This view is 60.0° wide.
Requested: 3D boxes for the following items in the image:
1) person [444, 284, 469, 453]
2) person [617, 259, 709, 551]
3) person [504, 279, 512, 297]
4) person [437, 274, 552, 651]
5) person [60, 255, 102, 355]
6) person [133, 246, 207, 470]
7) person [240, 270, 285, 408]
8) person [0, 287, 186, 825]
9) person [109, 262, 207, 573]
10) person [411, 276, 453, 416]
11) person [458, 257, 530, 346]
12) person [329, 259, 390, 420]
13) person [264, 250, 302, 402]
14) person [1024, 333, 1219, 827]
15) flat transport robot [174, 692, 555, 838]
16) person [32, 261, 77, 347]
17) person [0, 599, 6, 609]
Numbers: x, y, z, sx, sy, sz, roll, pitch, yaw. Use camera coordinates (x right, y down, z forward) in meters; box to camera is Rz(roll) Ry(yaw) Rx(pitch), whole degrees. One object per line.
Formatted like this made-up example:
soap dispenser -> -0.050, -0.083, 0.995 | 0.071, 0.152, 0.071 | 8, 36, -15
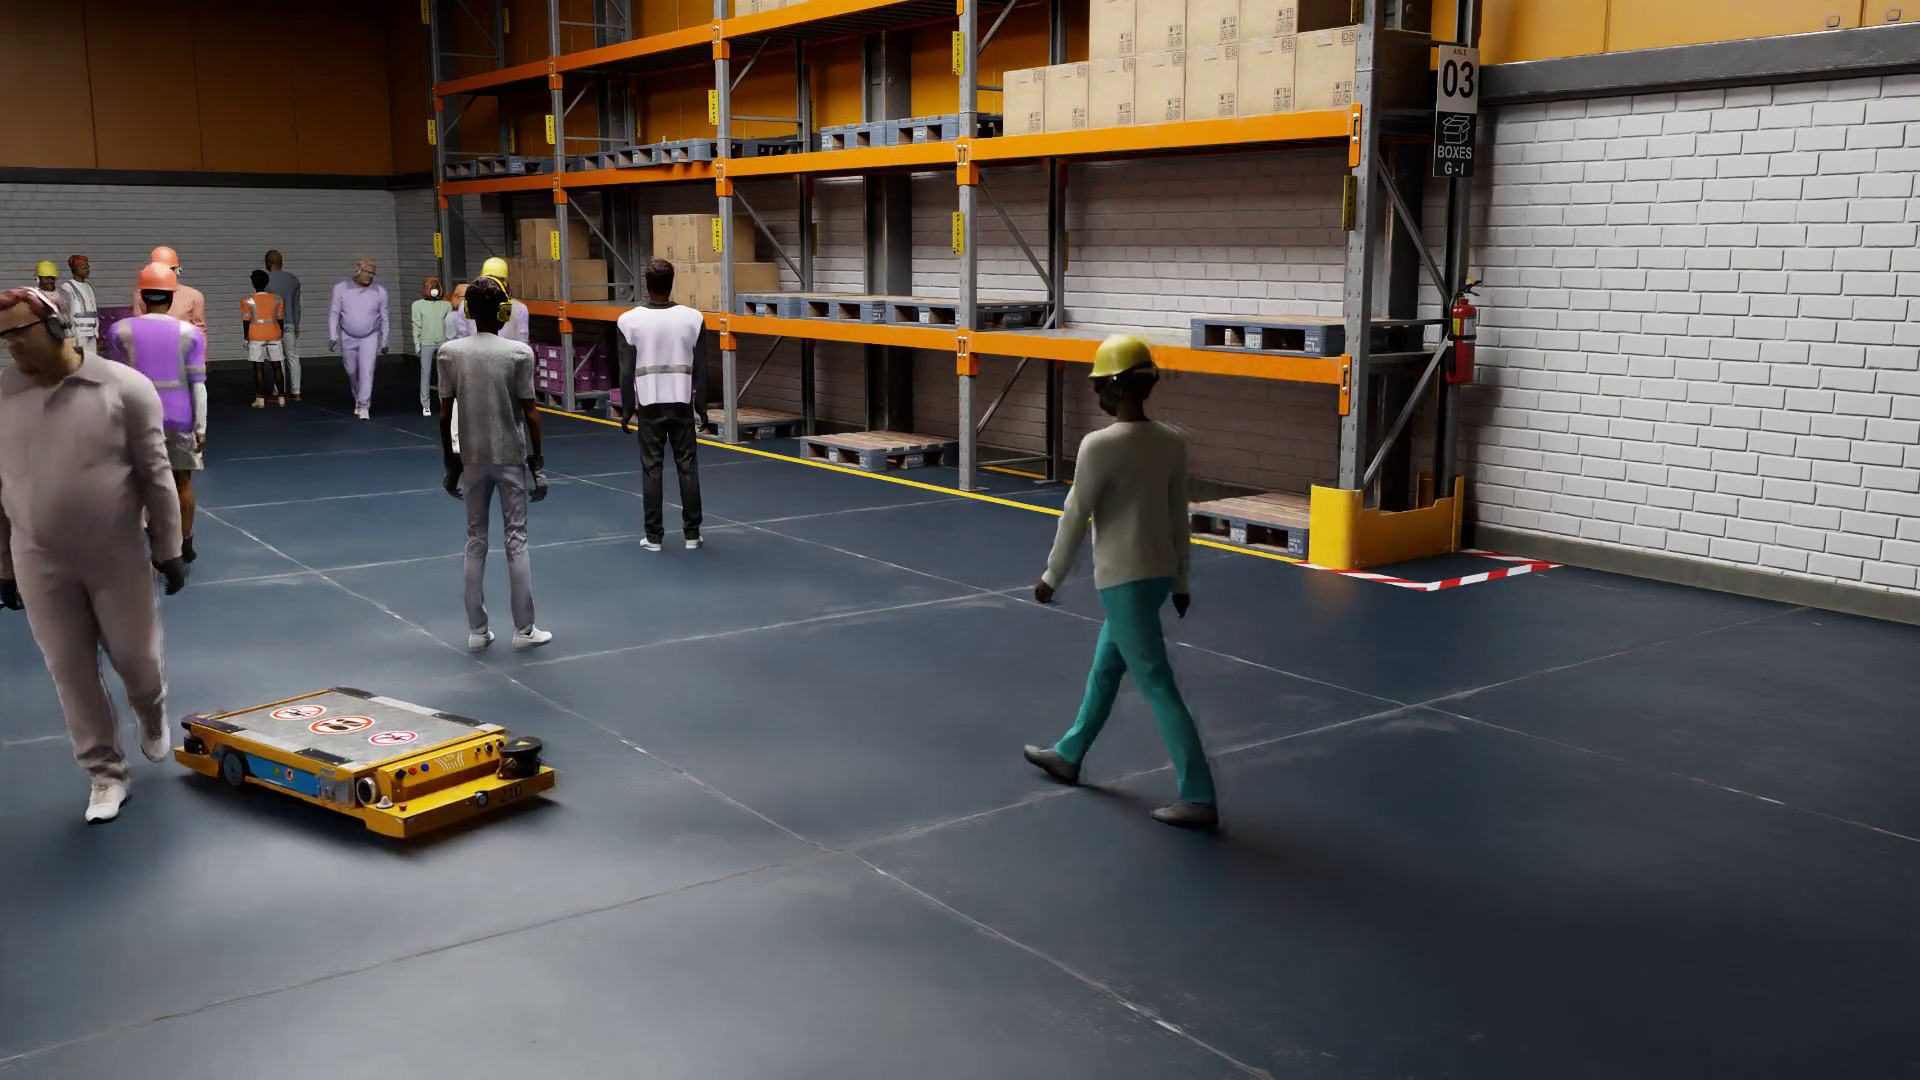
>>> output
person -> -4.791, -1.665, 16.155 | 0.269, 1.632, 0.504 | 4, 11, 22
person -> -1.946, -0.882, 10.967 | 0.588, 1.920, 0.390 | -3, 11, -16
person -> -5.408, -2.280, 19.626 | 0.497, 1.629, 0.276 | -9, 13, -41
person -> -2.309, -0.373, 8.258 | 0.532, 1.870, 0.316 | 1, 10, 4
person -> -10.412, -2.435, 19.766 | 0.341, 1.882, 0.587 | 0, 10, 0
person -> -7.024, -1.605, 14.809 | 0.611, 1.994, 0.379 | -2, 10, -13
person -> -8.584, -2.477, 20.521 | 0.532, 1.700, 0.317 | -10, 14, -43
person -> -3.133, 0.034, 5.948 | 0.668, 1.874, 0.633 | -3, 11, -16
person -> -4.911, -0.745, 10.231 | 0.550, 1.914, 0.819 | -4, 11, -23
person -> -6.195, -2.283, 19.609 | 0.500, 1.636, 0.284 | -8, 13, -38
person -> -3.993, -1.467, 14.292 | 0.596, 1.907, 0.644 | -2, 10, -13
person -> -6.986, -2.354, 19.408 | 0.660, 1.853, 0.967 | -2, 10, -13
person -> -8.695, -2.726, 21.246 | 0.357, 1.937, 0.637 | 5, 11, 27
person -> 0.587, 0.130, 5.905 | 0.941, 1.706, 0.519 | 8, 13, 40
flat transport robot -> -2.245, 0.792, 6.209 | 1.431, 0.197, 0.652 | 7, 12, 35
person -> -10.233, -2.223, 18.731 | 0.404, 1.827, 0.600 | 8, 13, 36
person -> -5.623, -0.449, 9.109 | 0.641, 1.724, 0.324 | 3, 11, 17
